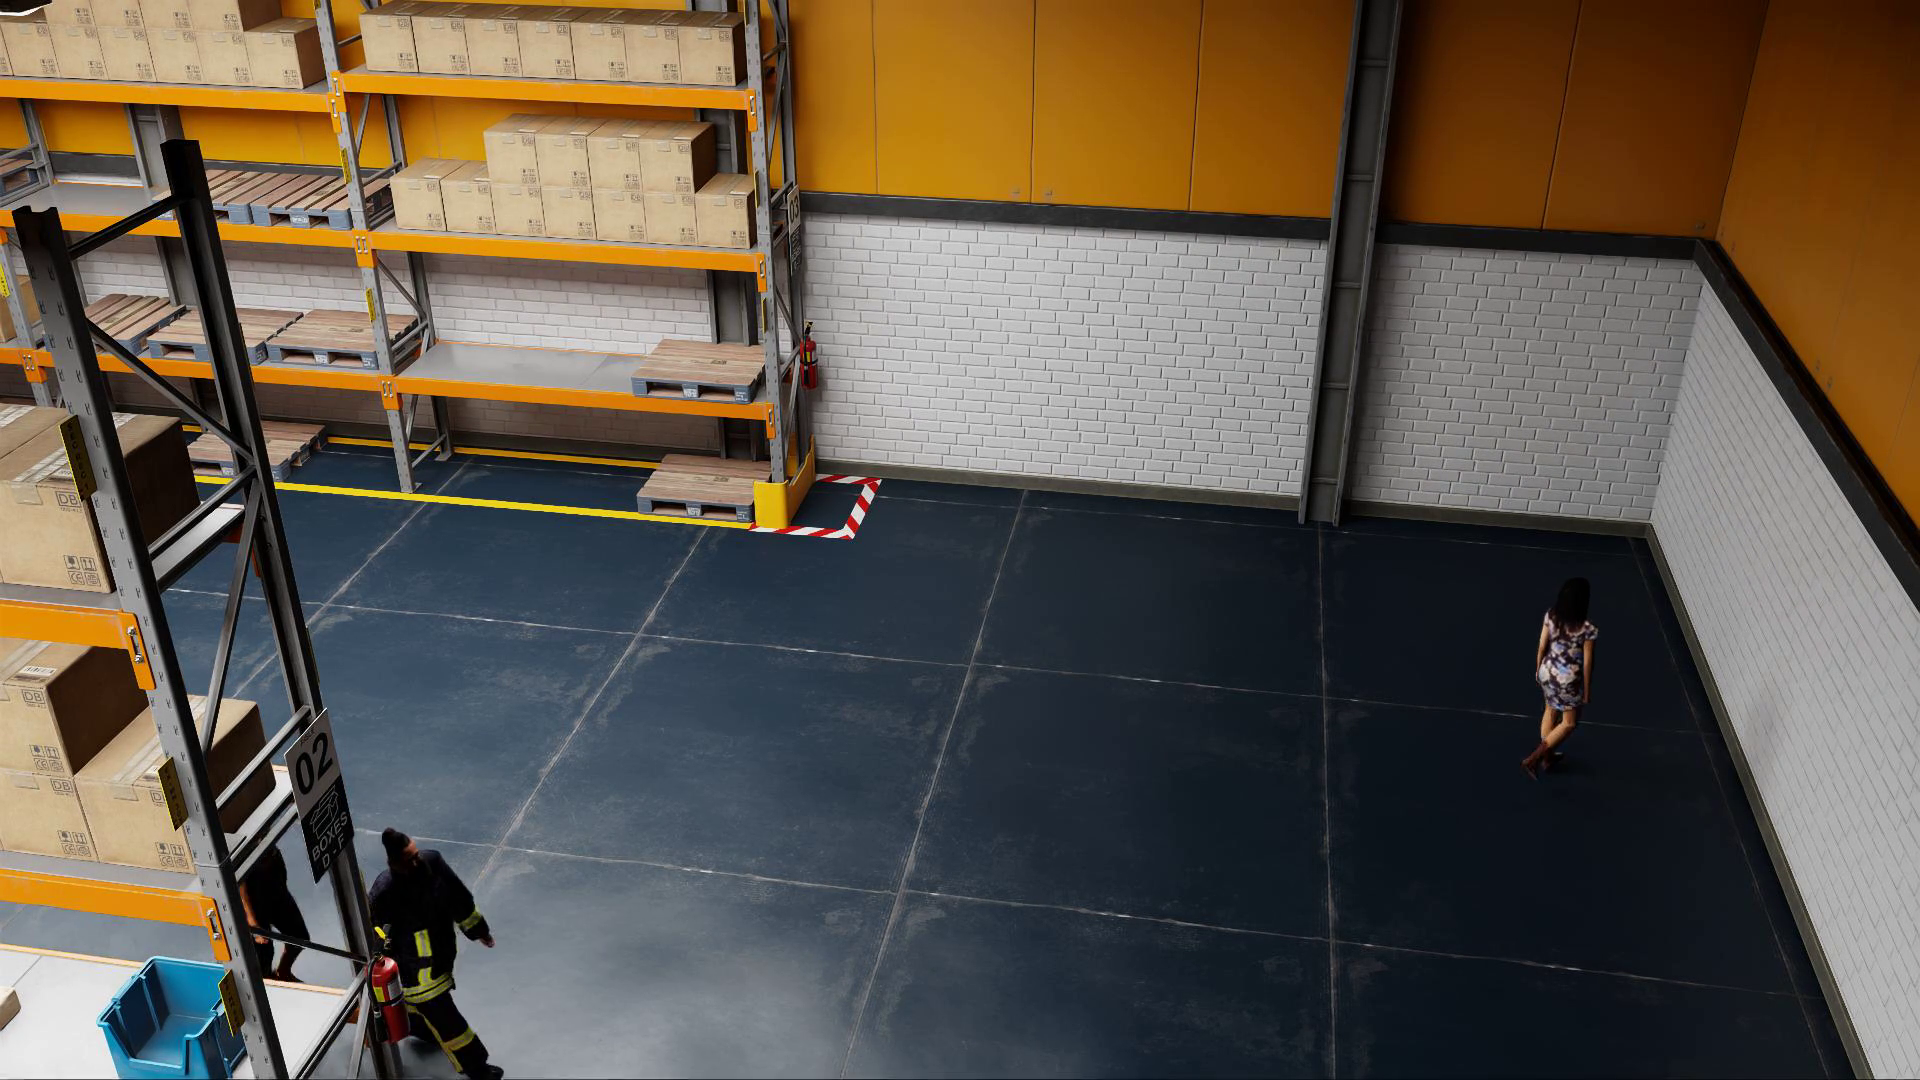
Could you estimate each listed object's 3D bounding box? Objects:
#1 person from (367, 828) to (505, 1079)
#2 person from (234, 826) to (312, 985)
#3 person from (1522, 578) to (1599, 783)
[{"bbox_3d":[-3.298,2.424,9.994,1.220,1.816,0.948,11,31,20],"label":"person"},{"bbox_3d":[-4.433,2.286,10.412,0.629,1.657,0.622,10,30,17],"label":"person"},{"bbox_3d":[4.507,1.087,12.546,0.962,1.720,0.923,-22,36,-35],"label":"person"}]
